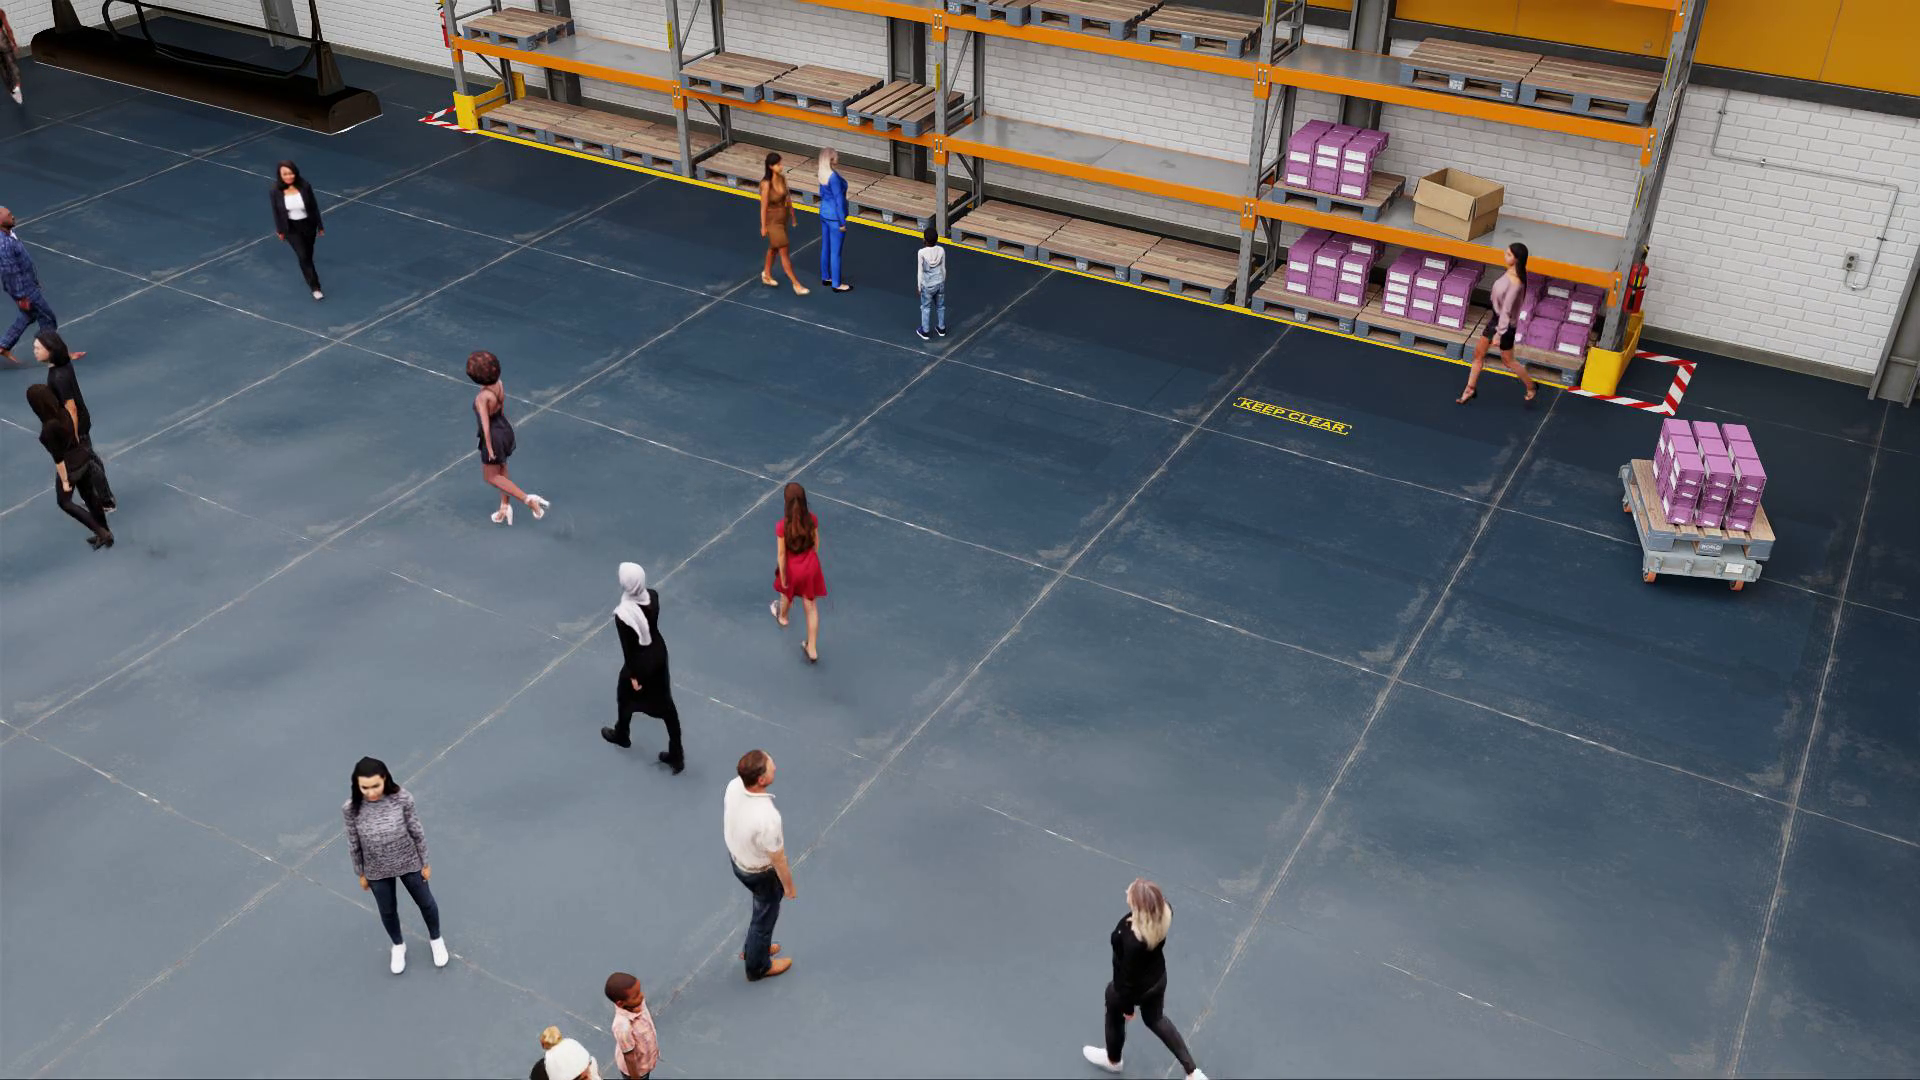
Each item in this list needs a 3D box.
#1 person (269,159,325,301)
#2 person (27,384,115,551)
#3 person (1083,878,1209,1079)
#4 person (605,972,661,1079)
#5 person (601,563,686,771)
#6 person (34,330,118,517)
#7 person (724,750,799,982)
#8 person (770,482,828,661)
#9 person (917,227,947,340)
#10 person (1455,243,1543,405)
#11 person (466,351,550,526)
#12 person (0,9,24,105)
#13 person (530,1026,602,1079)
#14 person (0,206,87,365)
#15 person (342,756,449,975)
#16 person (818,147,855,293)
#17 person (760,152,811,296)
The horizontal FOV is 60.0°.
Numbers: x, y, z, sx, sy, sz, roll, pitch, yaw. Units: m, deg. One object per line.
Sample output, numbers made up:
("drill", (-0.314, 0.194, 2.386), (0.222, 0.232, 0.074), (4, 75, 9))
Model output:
("person", (-7.601, -3.608, 19.100), (0.964, 1.577, 1.226), (-21, 39, -28))
("person", (-7.690, -0.622, 14.567), (0.750, 1.622, 0.703), (4, 34, 5))
("person", (1.121, 2.621, 9.650), (1.073, 1.663, 0.732), (25, 41, 32))
("person", (-1.856, 2.944, 9.485), (0.603, 1.308, 0.574), (0, 34, 1))
("person", (-2.205, 0.953, 12.083), (1.008, 1.748, 0.685), (23, 40, 31))
("person", (-8.012, -1.074, 15.052), (0.773, 1.838, 0.669), (-14, 36, -20))
("person", (-1.341, 2.063, 10.330), (0.848, 1.840, 0.744), (-18, 38, -26))
("person", (-1.253, 0.278, 13.308), (0.897, 1.516, 1.062), (-15, 37, -21))
("person", (-0.308, -2.819, 18.201), (0.557, 1.258, 0.608), (-12, 36, -18))
("person", (5.529, -2.091, 16.636), (1.175, 1.777, 0.933), (2, 34, 3))
("person", (-4.049, -0.861, 14.789), (0.922, 1.773, 0.700), (8, 34, 12))
("person", (-14.104, -7.226, 24.455), (0.920, 1.675, 1.126), (-18, 38, -25))
("person", (-2.094, 3.151, 8.659), (0.846, 1.878, 0.760), (18, 37, 25))
("person", (-9.928, -2.646, 17.457), (1.080, 1.793, 1.120), (-15, 37, -22))
("person", (-3.567, 2.027, 10.484), (0.682, 1.729, 0.742), (-9, 35, -13))
("person", (-1.479, -3.689, 19.110), (0.760, 1.701, 0.651), (-17, 37, -24))
("person", (-2.160, -3.633, 19.067), (0.948, 1.654, 0.579), (18, 38, 25))
